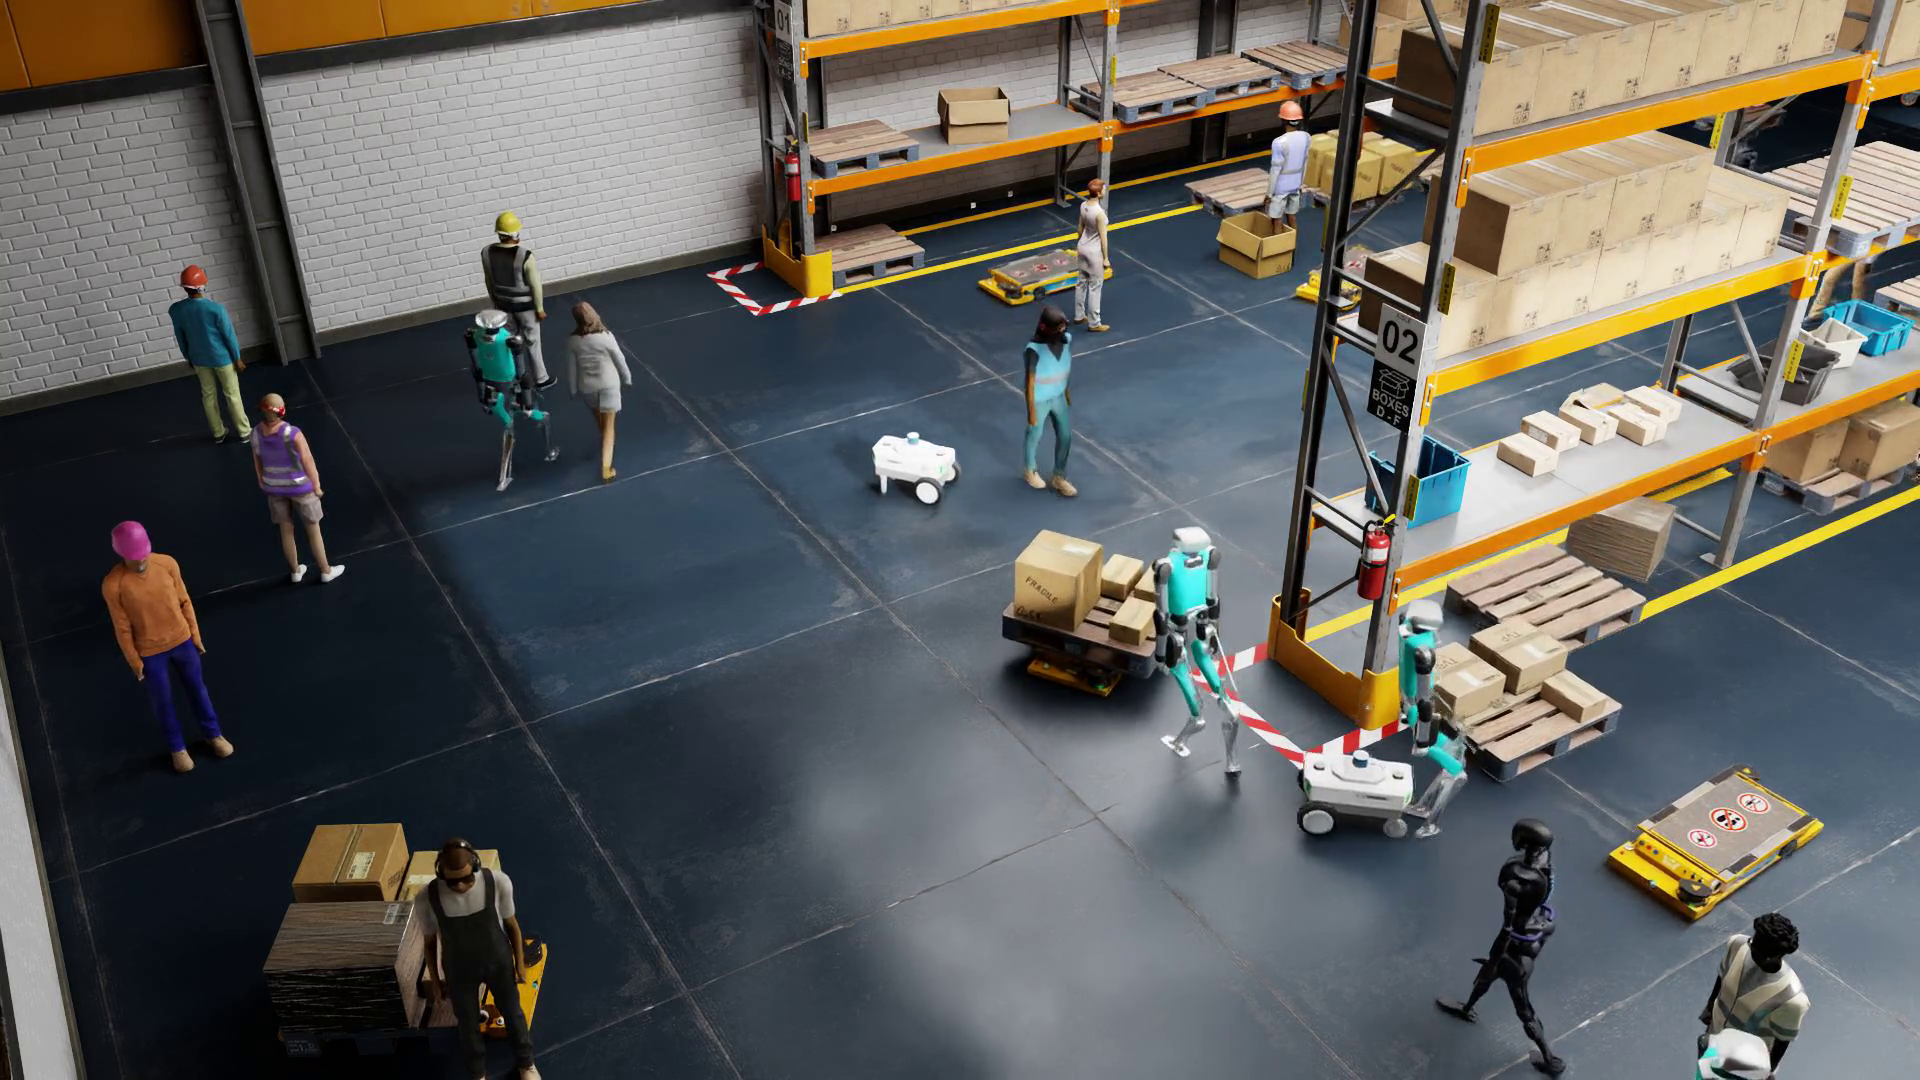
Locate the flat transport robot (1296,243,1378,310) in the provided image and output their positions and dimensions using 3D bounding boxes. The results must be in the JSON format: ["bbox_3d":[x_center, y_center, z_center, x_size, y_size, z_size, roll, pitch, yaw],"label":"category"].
[{"bbox_3d":[4.443,-2.995,18.860,0.659,0.231,1.431,22,38,31],"label":"flat transport robot"}]

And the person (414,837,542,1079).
[{"bbox_3d":[-2.589,2.303,8.935,0.506,1.838,0.333,-11,34,-17],"label":"person"}]

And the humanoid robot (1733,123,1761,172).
[{"bbox_3d":[8.948,-3.998,19.155,0.713,1.630,0.596,-5,32,-8],"label":"humanoid robot"}]

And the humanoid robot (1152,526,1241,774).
[{"bbox_3d":[1.695,0.859,11.379,0.540,1.798,0.929,-17,36,-25],"label":"humanoid robot"}]

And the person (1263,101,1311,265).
[{"bbox_3d":[3.683,-4.035,18.955,0.556,1.931,0.383,-20,37,-28],"label":"person"}]

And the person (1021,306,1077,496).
[{"bbox_3d":[0.778,-1.219,14.551,0.514,1.836,0.723,-18,36,-26],"label":"person"}]

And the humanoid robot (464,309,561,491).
[{"bbox_3d":[-3.934,-1.351,14.905,0.558,1.793,0.919,8,33,12],"label":"humanoid robot"}]

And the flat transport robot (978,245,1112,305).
[{"bbox_3d":[0.971,-3.005,18.876,1.431,0.231,0.659,-20,37,-29],"label":"flat transport robot"}]

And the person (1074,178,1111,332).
[{"bbox_3d":[1.411,-3.016,17.581,0.277,1.660,0.459,-20,37,-28],"label":"person"}]

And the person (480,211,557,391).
[{"bbox_3d":[-4.343,-2.342,16.346,0.590,1.833,0.404,10,34,16],"label":"person"}]

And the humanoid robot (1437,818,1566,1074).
[{"bbox_3d":[3.129,2.229,9.263,0.797,1.622,0.602,23,39,32],"label":"humanoid robot"}]

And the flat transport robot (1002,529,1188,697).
[{"bbox_3d":[1.119,0.694,12.977,0.659,0.231,1.431,15,35,23],"label":"flat transport robot"}]

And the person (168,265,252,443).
[{"bbox_3d":[-6.923,-1.713,15.418,0.558,1.751,0.324,2,32,4],"label":"person"}]

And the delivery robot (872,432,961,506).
[{"bbox_3d":[-0.388,-0.663,14.881,0.776,0.605,0.519,12,34,19],"label":"delivery robot"}]

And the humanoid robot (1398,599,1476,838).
[{"bbox_3d":[3.133,1.173,10.836,0.747,1.786,0.536,0,32,1],"label":"humanoid robot"}]

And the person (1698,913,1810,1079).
[{"bbox_3d":[4.065,2.577,8.638,0.320,1.692,0.534,-10,34,-16],"label":"person"}]

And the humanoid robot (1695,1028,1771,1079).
[{"bbox_3d":[3.698,3.036,7.870,0.678,1.807,0.546,4,32,6],"label":"humanoid robot"}]

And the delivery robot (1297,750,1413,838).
[{"bbox_3d":[2.644,1.668,11.149,0.792,0.589,0.499,6,33,9],"label":"delivery robot"}]

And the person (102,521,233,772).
[{"bbox_3d":[-5.445,0.713,11.352,0.512,1.974,0.406,-27,41,-36],"label":"person"}]

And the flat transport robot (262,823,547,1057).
[{"bbox_3d":[-3.229,2.651,9.855,1.431,0.231,0.659,-1,32,-2],"label":"flat transport robot"}]

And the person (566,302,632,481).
[{"bbox_3d":[-3.257,-1.398,15.048,0.541,1.603,0.916,-1,32,-2],"label":"person"}]

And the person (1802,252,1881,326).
[{"bbox_3d":[9.387,-3.014,17.523,0.762,1.724,0.566,-16,35,-24],"label":"person"}]

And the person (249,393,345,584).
[{"bbox_3d":[-5.381,-0.398,13.379,0.483,1.689,0.348,3,32,5],"label":"person"}]

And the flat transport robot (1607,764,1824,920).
[{"bbox_3d":[4.996,1.962,10.955,1.431,0.231,0.659,-21,38,-29],"label":"flat transport robot"}]
